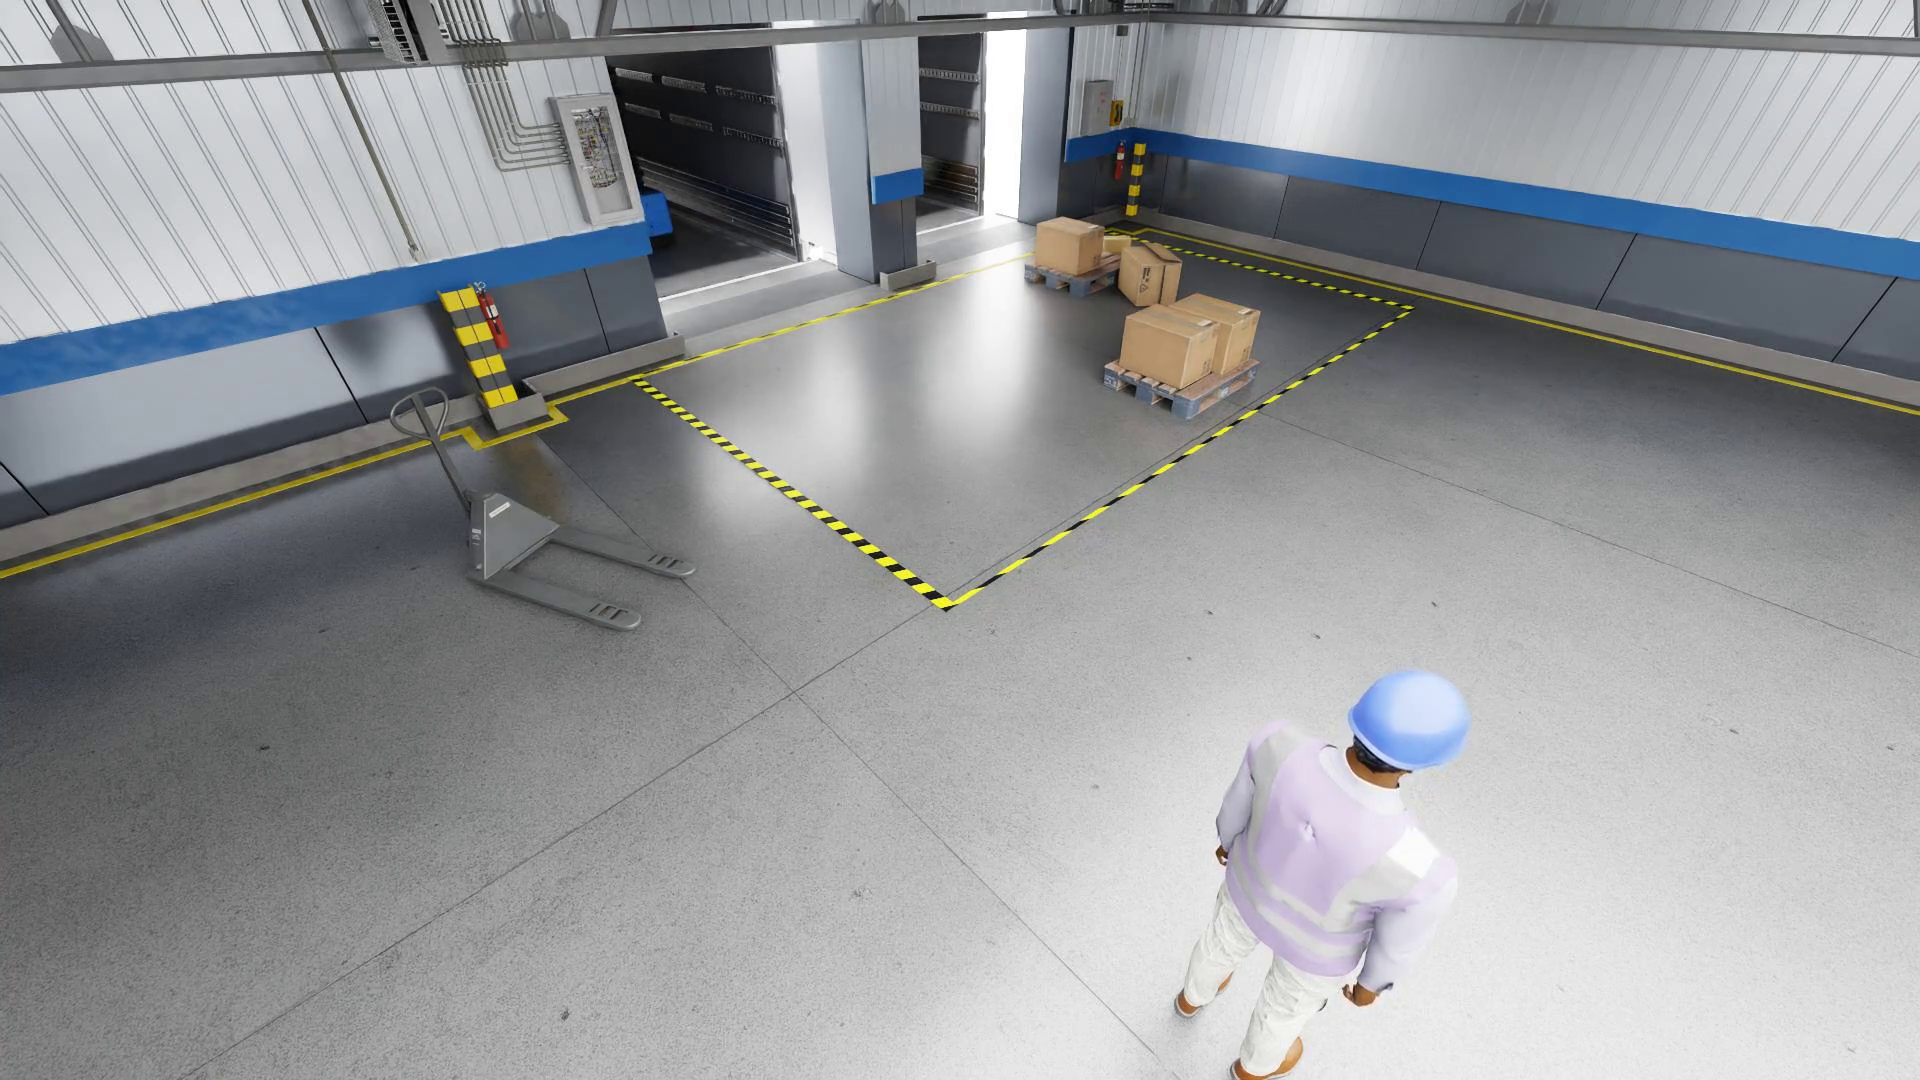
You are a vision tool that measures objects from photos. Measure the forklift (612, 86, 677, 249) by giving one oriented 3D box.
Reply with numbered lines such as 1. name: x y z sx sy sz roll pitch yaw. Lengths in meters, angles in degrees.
1. forklift: -4.735 -5.183 10.323 0.716 2.013 0.776 -30 47 -33

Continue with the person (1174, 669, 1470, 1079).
1. person: 1.047 1.108 2.259 0.401 1.945 0.613 -21 42 -25

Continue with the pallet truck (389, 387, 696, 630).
1. pallet truck: -2.613 -0.247 4.593 1.601 1.201 0.680 14 40 17
